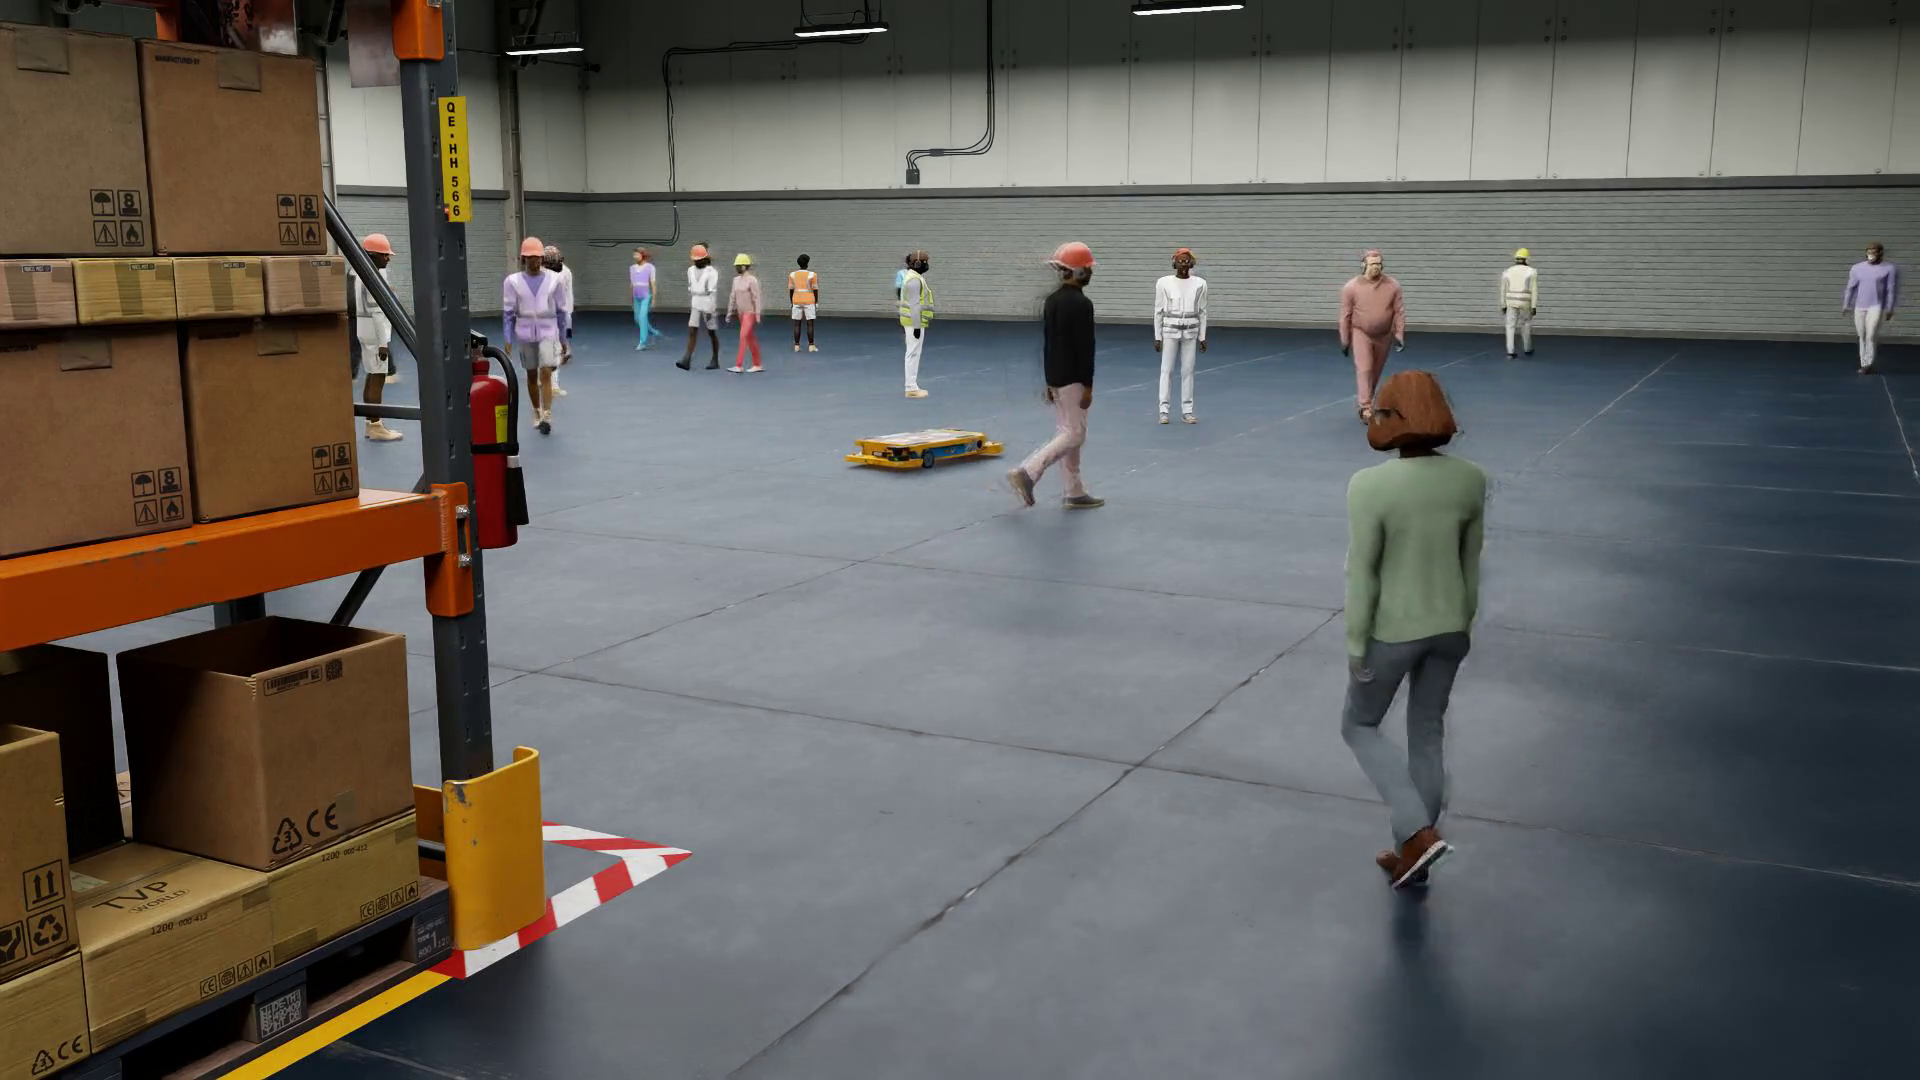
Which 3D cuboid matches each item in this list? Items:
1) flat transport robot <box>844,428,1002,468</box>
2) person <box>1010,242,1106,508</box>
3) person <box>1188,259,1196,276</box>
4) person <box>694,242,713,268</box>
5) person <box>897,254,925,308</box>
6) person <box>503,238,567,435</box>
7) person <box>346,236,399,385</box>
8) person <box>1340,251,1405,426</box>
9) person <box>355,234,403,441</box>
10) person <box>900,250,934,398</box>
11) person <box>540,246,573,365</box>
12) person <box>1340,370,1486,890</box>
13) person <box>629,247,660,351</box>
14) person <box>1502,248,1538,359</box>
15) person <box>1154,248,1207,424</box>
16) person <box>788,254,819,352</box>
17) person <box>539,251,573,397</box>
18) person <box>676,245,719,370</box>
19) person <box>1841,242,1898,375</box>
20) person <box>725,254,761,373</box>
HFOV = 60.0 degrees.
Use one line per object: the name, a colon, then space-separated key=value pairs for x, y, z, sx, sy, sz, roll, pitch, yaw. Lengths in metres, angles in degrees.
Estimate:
flat transport robot: x=-0.314 y=-0.834 z=14.920 sx=0.652 sy=0.197 sz=1.431 roll=8 pitch=13 yaw=39
person: x=0.724 y=-1.181 z=12.152 sx=0.754 sy=1.978 sz=0.617 roll=-5 pitch=11 yaw=-24
person: x=4.491 y=-4.889 z=33.061 sx=0.488 sy=1.727 sz=0.396 roll=-8 pitch=13 yaw=-36
person: x=-6.307 y=-6.419 z=41.085 sx=0.429 sy=1.847 sz=0.626 roll=-9 pitch=14 yaw=-40
person: x=-0.824 y=-4.335 z=30.171 sx=0.553 sy=1.663 sz=0.769 roll=-5 pitch=11 yaw=-24
person: x=-4.354 y=-2.088 z=17.063 sx=0.631 sy=1.986 sz=1.069 roll=-2 pitch=11 yaw=-13
person: x=-8.054 y=-3.116 z=22.538 sx=0.681 sy=2.000 sz=0.705 roll=6 pitch=12 yaw=28
person: x=4.453 y=-2.188 z=17.996 sx=0.641 sy=1.863 sz=0.977 roll=-1 pitch=10 yaw=-6
person: x=-5.734 y=-1.989 z=16.415 sx=0.397 sy=2.035 sz=0.606 roll=-6 pitch=12 yaw=-31
person: x=-0.539 y=-2.697 z=20.828 sx=0.430 sy=1.836 sz=0.628 roll=0 pitch=10 yaw=-3
person: x=-6.280 y=-3.607 z=25.710 sx=0.653 sy=1.869 sz=0.967 roll=4 pitch=11 yaw=23
person: x=1.397 y=0.299 z=5.069 sx=0.509 sy=1.623 sz=0.420 roll=-4 pitch=11 yaw=-19
person: x=-5.561 y=-4.255 z=29.358 sx=0.566 sy=1.825 sz=0.663 roll=7 pitch=12 yaw=33
person: x=9.257 y=-3.890 z=27.413 sx=0.626 sy=1.792 sz=0.873 roll=7 pitch=13 yaw=35
person: x=2.372 y=-2.187 z=17.901 sx=0.573 sy=1.883 sz=0.355 roll=-1 pitch=10 yaw=-4
person: x=-2.697 y=-4.092 z=28.792 sx=0.541 sy=1.696 sz=0.315 roll=2 pitch=11 yaw=13
person: x=-5.110 y=-2.712 z=20.918 sx=0.660 sy=1.825 sz=0.463 roll=10 pitch=14 yaw=42
person: x=-3.885 y=-3.456 z=24.841 sx=0.559 sy=1.874 sz=0.996 roll=5 pitch=12 yaw=25
person: x=13.214 y=-3.366 z=24.240 sx=0.743 sy=1.910 sz=0.635 roll=-9 pitch=14 yaw=-40
person: x=-3.222 y=-3.297 z=24.349 sx=0.834 sy=1.737 sz=0.532 roll=-9 pitch=14 yaw=-41
